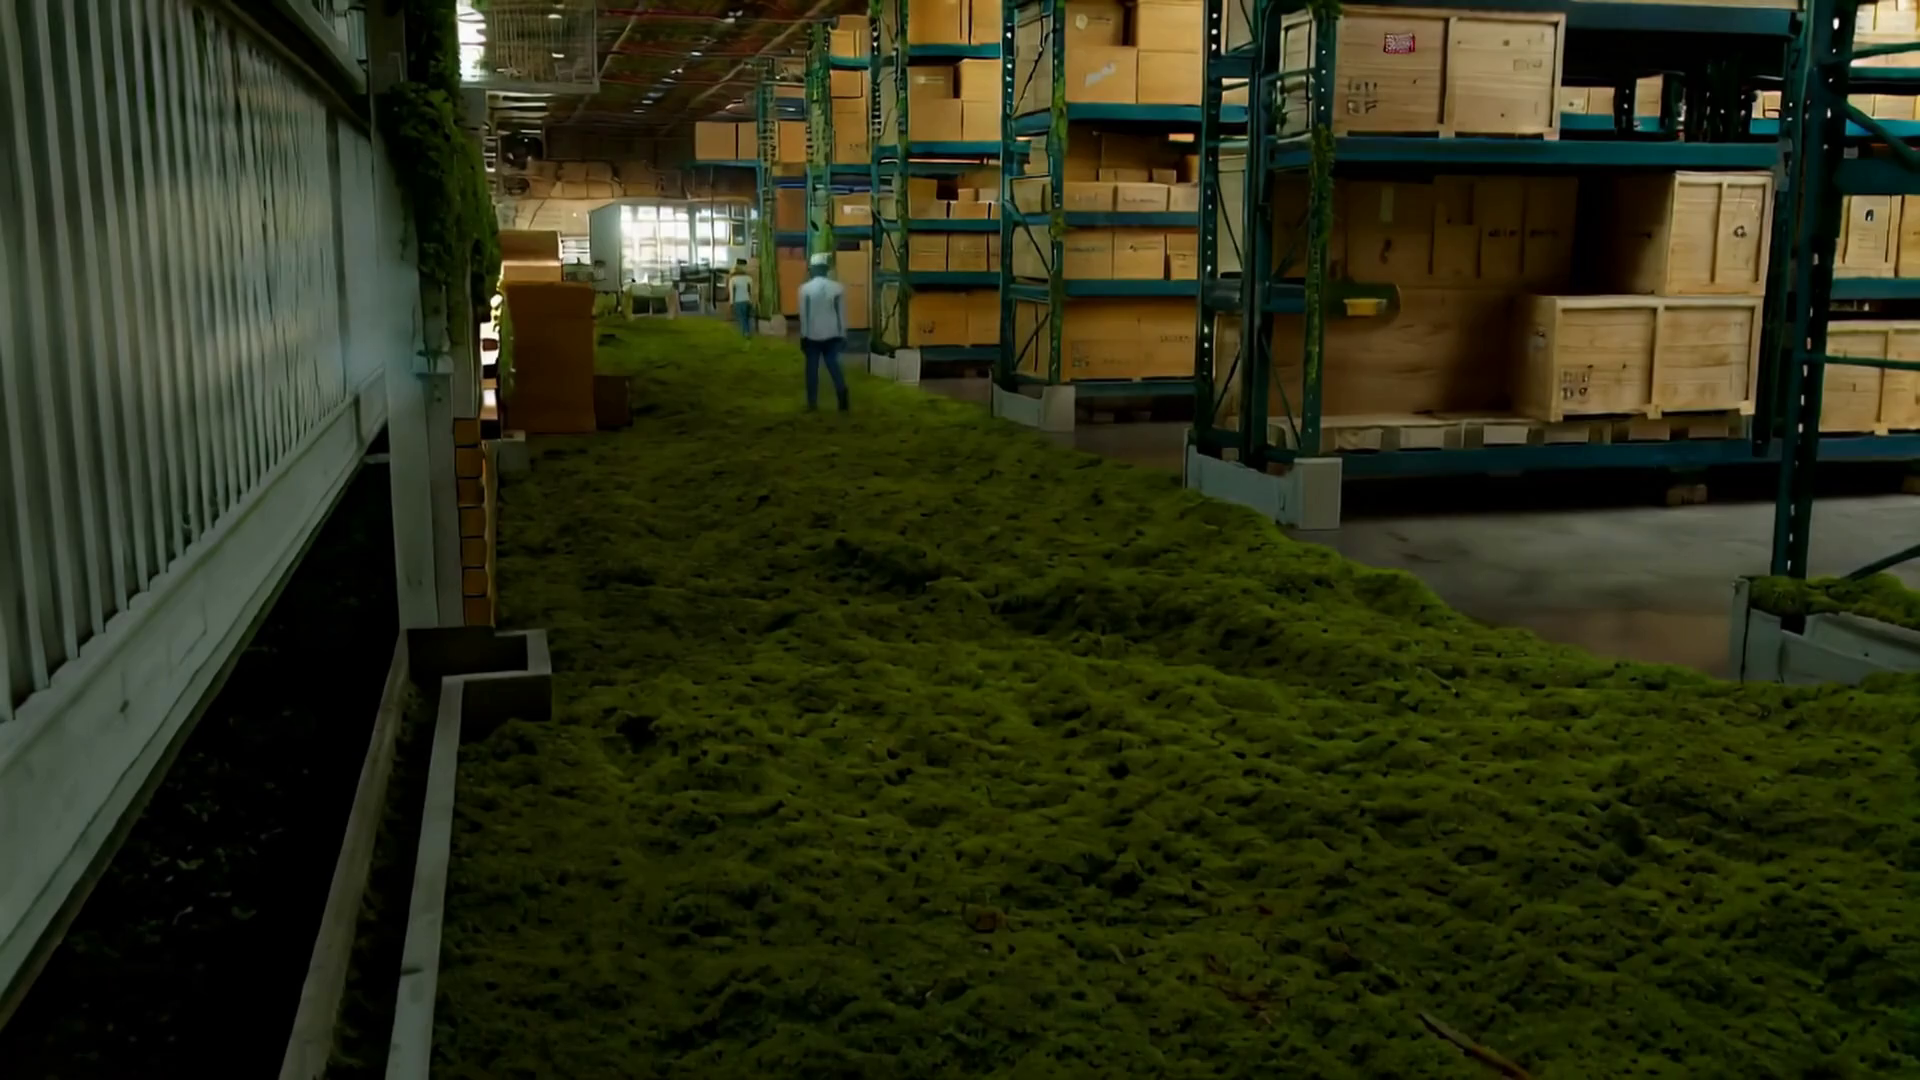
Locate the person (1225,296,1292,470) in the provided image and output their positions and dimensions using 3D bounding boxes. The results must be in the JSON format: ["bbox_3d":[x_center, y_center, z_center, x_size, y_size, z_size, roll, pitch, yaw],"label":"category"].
[{"bbox_3d":[2.678,-1.407,14.906,0.724,1.617,0.514,-4,11,-19],"label":"person"}]

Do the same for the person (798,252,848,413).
[{"bbox_3d":[-1.641,-2.502,20.173,0.623,1.961,0.862,-5,11,-26],"label":"person"}]

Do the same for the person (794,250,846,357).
[{"bbox_3d":[-2.540,-4.301,30.379,0.996,1.936,0.633,3,10,17],"label":"person"}]

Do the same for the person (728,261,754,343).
[{"bbox_3d":[-4.592,-5.006,34.993,0.541,1.725,0.902,-4,11,-20],"label":"person"}]

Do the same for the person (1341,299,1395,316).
[{"bbox_3d":[4.520,-2.123,18.343,0.633,1.840,0.429,8,13,38],"label":"person"}]

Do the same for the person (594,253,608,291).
[{"bbox_3d":[-12.868,-9.361,59.484,0.647,1.791,0.959,4,11,22],"label":"person"}]
